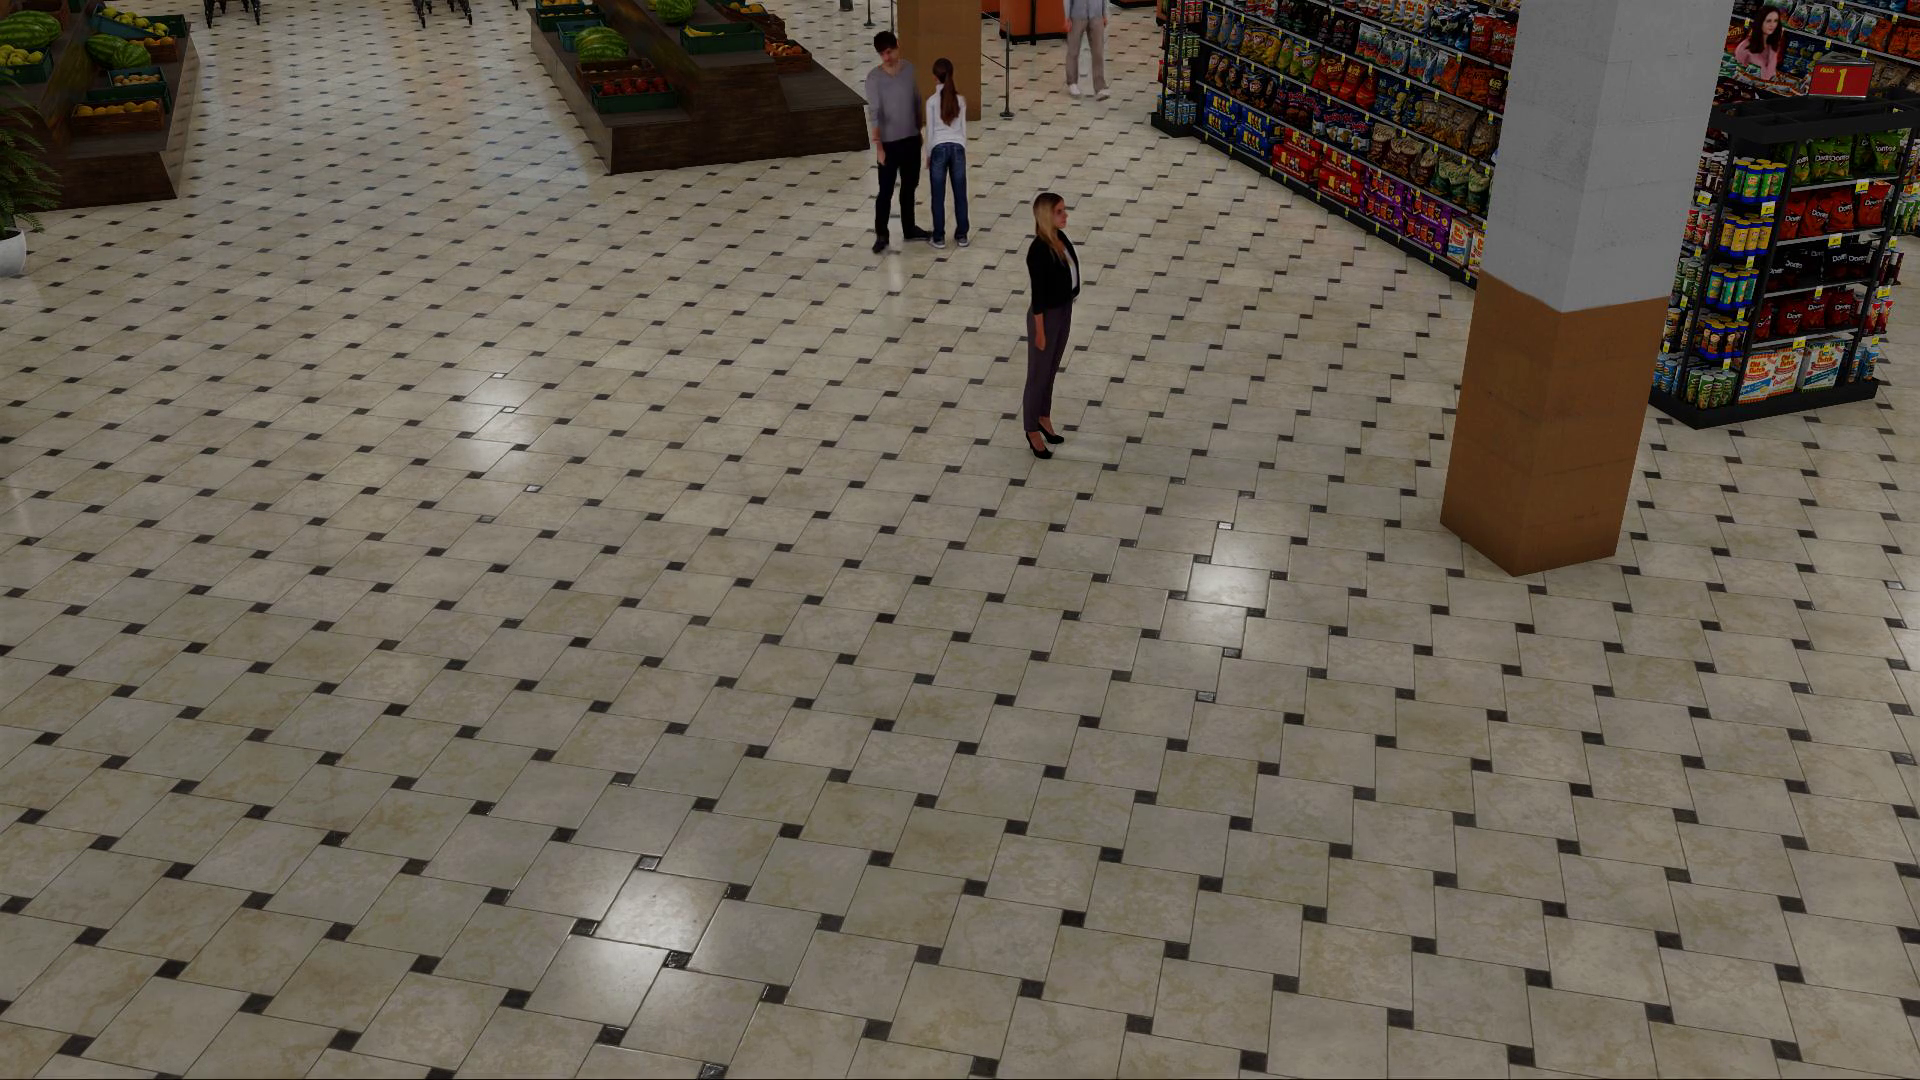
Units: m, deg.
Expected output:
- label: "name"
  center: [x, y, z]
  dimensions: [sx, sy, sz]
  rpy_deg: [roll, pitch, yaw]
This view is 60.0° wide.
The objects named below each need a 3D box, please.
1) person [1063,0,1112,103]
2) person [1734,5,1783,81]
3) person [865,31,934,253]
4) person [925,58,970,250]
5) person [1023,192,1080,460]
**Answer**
- label: "person"
  center: [1.344, -5.750, 18.235]
  dimensions: [0.811, 1.810, 1.188]
  rpy_deg: [-6, 29, -11]
- label: "person"
  center: [6.907, -3.784, 14.643]
  dimensions: [0.611, 1.803, 0.514]
  rpy_deg: [-9, 30, -16]
- label: "person"
  center: [-0.489, -3.322, 13.785]
  dimensions: [0.692, 1.814, 0.876]
  rpy_deg: [19, 34, 31]
- label: "person"
  center: [-0.109, -3.218, 13.869]
  dimensions: [0.508, 1.551, 0.523]
  rpy_deg: [-8, 30, -14]
- label: "person"
  center: [0.536, -1.333, 10.290]
  dimensions: [0.730, 1.672, 0.671]
  rpy_deg: [13, 31, 22]
